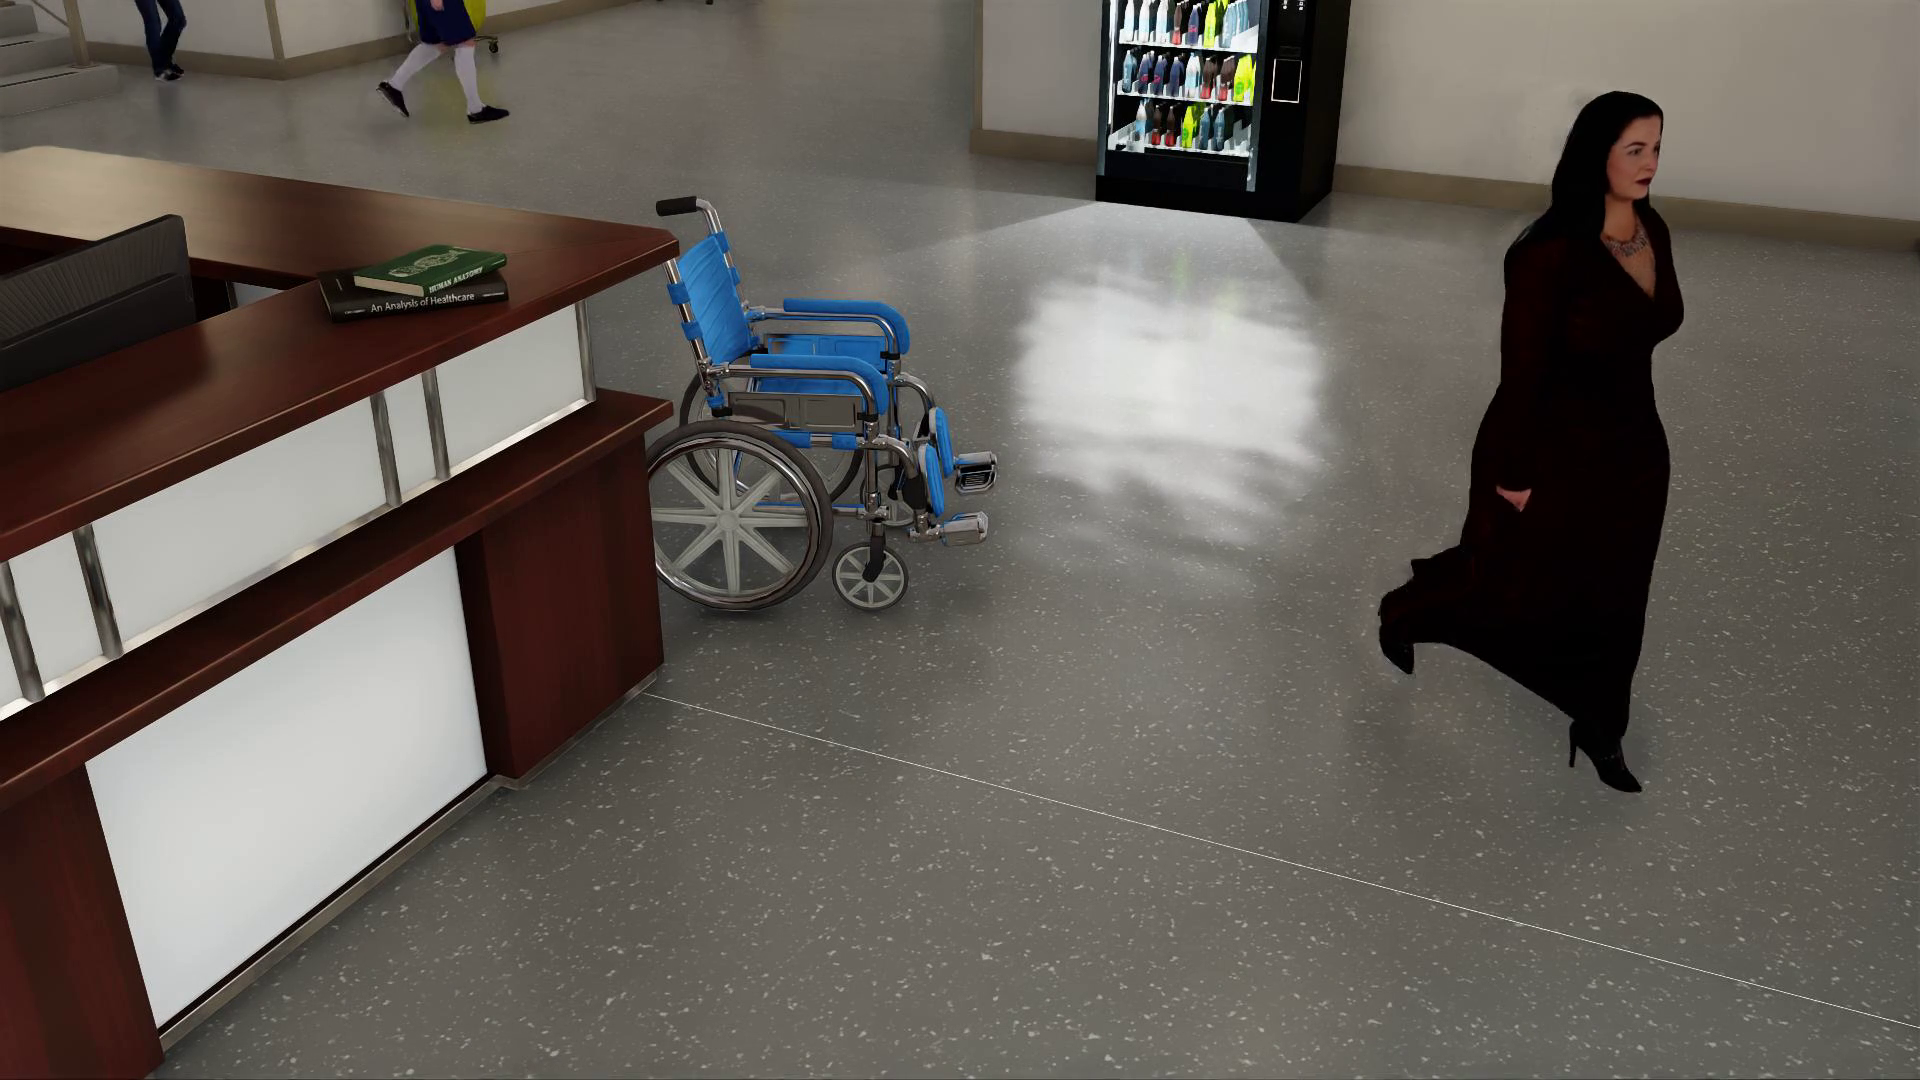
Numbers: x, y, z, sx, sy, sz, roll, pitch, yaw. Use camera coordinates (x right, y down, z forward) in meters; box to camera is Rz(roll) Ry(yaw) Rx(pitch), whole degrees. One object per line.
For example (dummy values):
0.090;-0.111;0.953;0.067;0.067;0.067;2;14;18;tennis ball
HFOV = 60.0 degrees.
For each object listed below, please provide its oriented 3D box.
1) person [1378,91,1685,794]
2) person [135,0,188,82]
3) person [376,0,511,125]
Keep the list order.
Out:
1.438;-0.234;4.184;1.030;1.723;1.195;-15;30;-28;person
-6.396;-4.392;13.005;0.585;1.550;0.542;11;28;22;person
-3.652;-3.751;11.370;1.166;1.816;1.127;-10;27;-19;person
